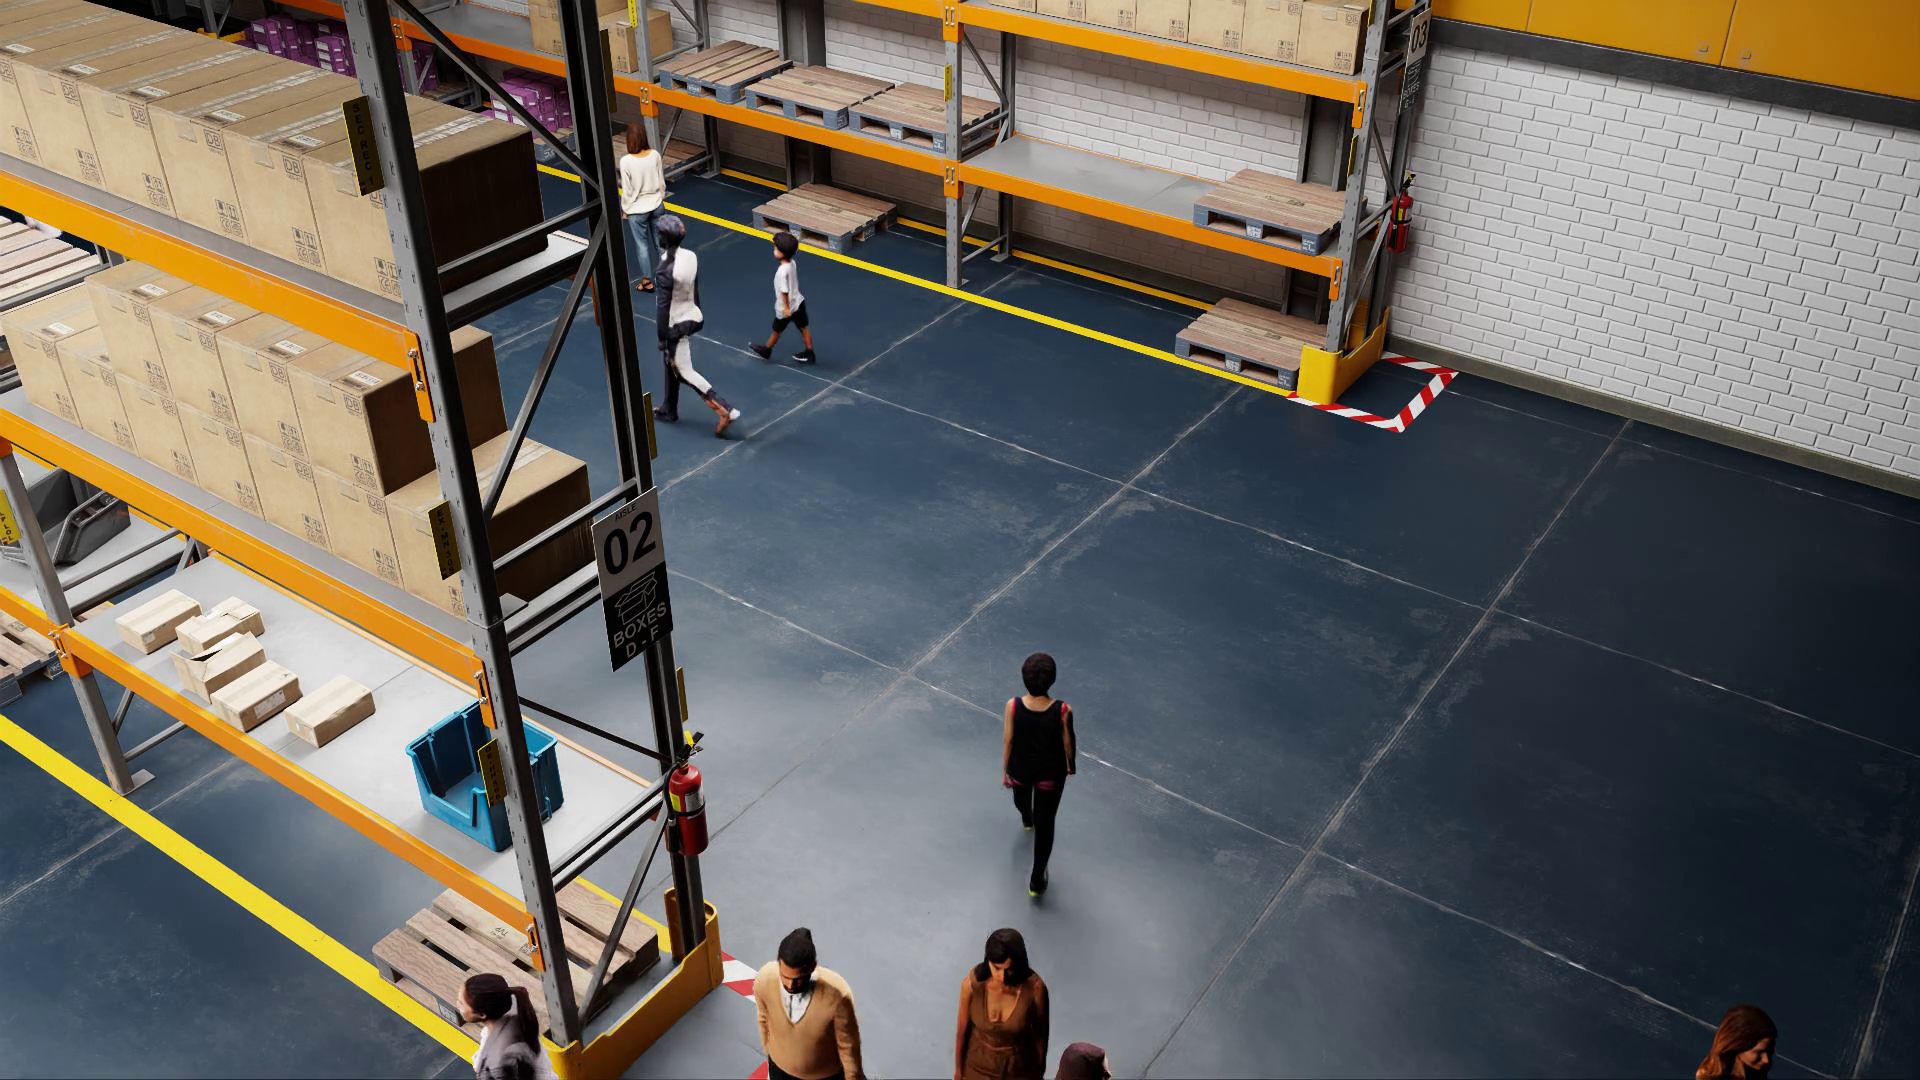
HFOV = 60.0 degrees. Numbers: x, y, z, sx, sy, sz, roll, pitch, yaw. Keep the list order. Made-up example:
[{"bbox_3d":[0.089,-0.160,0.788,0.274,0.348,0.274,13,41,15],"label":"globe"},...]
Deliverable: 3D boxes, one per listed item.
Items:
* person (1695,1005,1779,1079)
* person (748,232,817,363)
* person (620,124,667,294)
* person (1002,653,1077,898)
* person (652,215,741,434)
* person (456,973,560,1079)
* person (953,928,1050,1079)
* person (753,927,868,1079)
[{"bbox_3d":[3.146,2.641,7.093,0.668,1.835,0.675,-16,37,-22],"label":"person"},{"bbox_3d":[-1.458,-2.126,14.811,0.881,1.231,0.639,10,35,15],"label":"person"},{"bbox_3d":[-3.025,-3.197,16.014,0.682,1.683,0.656,-21,39,-28],"label":"person"},{"bbox_3d":[0.426,1.338,9.345,0.993,1.512,0.838,7,34,10],"label":"person"},{"bbox_3d":[-2.234,-1.721,13.632,1.241,1.861,0.915,10,35,15],"label":"person"},{"bbox_3d":[-1.857,2.551,7.398,0.900,1.647,0.830,-1,34,-2],"label":"person"},{"bbox_3d":[0.198,2.353,7.669,0.711,1.678,0.762,6,34,9],"label":"person"},{"bbox_3d":[-0.647,2.352,7.620,1.005,1.734,0.928,9,35,13],"label":"person"}]
